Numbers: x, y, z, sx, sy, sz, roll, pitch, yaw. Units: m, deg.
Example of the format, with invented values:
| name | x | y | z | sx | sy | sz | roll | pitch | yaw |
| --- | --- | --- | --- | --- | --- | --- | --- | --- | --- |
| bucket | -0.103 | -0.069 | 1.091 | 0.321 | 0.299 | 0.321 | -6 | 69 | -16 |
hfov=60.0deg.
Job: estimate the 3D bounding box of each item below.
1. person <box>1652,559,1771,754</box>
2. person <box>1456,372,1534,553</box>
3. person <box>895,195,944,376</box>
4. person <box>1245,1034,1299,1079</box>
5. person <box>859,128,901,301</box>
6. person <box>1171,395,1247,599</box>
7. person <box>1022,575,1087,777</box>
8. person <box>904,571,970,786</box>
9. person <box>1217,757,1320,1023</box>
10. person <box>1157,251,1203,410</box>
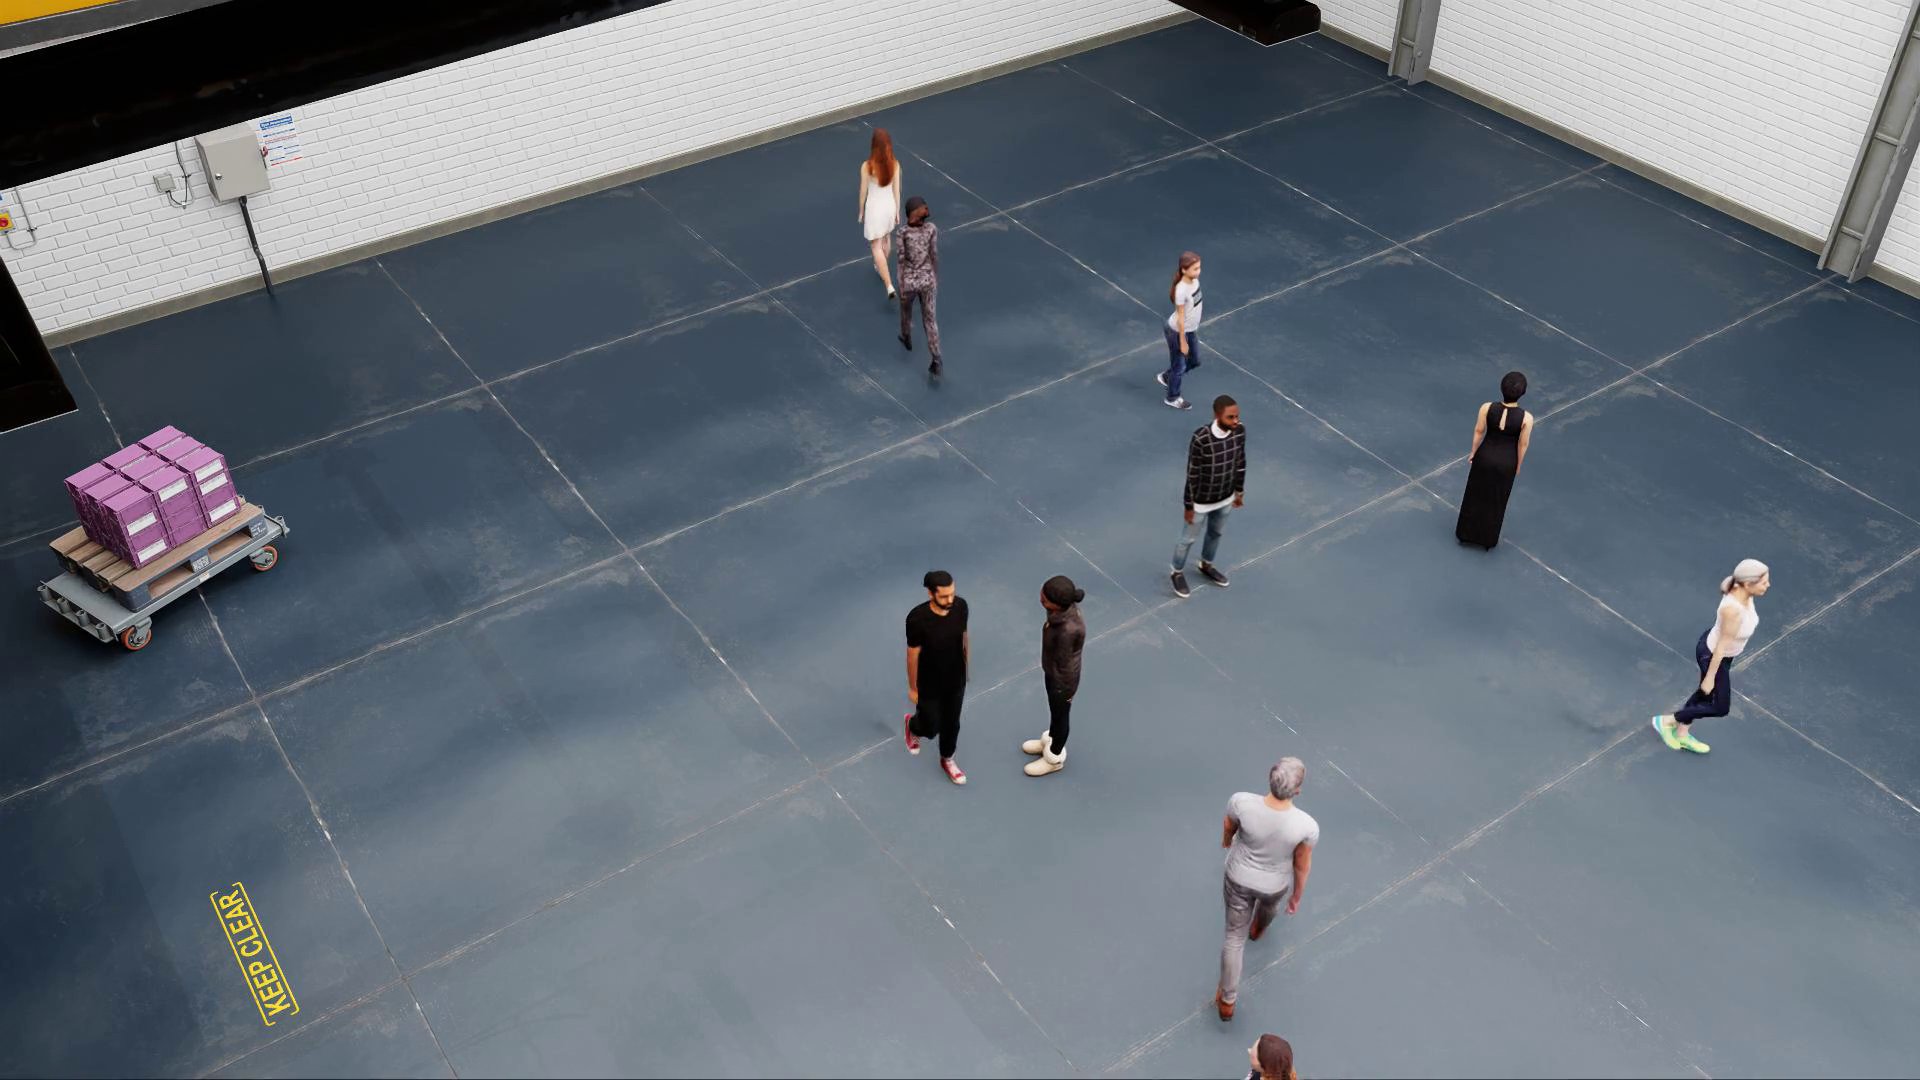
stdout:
| name | x | y | z | sx | sy | sz | roll | pitch | yaw |
| --- | --- | --- | --- | --- | --- | --- | --- | --- | --- |
| person | 5.039 | 0.790 | 11.286 | 0.788 | 1.690 | 0.739 | 21 | 43 | 24 |
| person | 4.216 | -0.608 | 13.111 | 0.614 | 1.598 | 0.716 | 17 | 42 | 20 |
| person | -0.352 | -2.280 | 15.144 | 0.787 | 1.673 | 1.201 | -12 | 40 | -14 |
| person | 1.628 | 3.104 | 8.411 | 0.859 | 1.664 | 0.788 | 10 | 40 | 12 |
| person | -0.750 | -3.152 | 16.229 | 0.789 | 1.681 | 1.160 | -12 | 40 | -14 |
| person | 1.885 | -0.360 | 12.629 | 0.726 | 1.811 | 0.665 | -15 | 41 | -18 |
| person | 0.690 | 0.894 | 11.180 | 0.747 | 1.661 | 0.684 | 8 | 39 | 10 |
| person | -0.186 | 0.871 | 11.136 | 0.641 | 1.751 | 0.810 | -21 | 43 | -24 |
| person | 1.708 | 2.039 | 9.652 | 1.246 | 1.778 | 1.231 | 11 | 40 | 13 |
| person | 1.913 | -1.866 | 14.727 | 0.717 | 1.547 | 0.642 | 22 | 44 | 25 |
